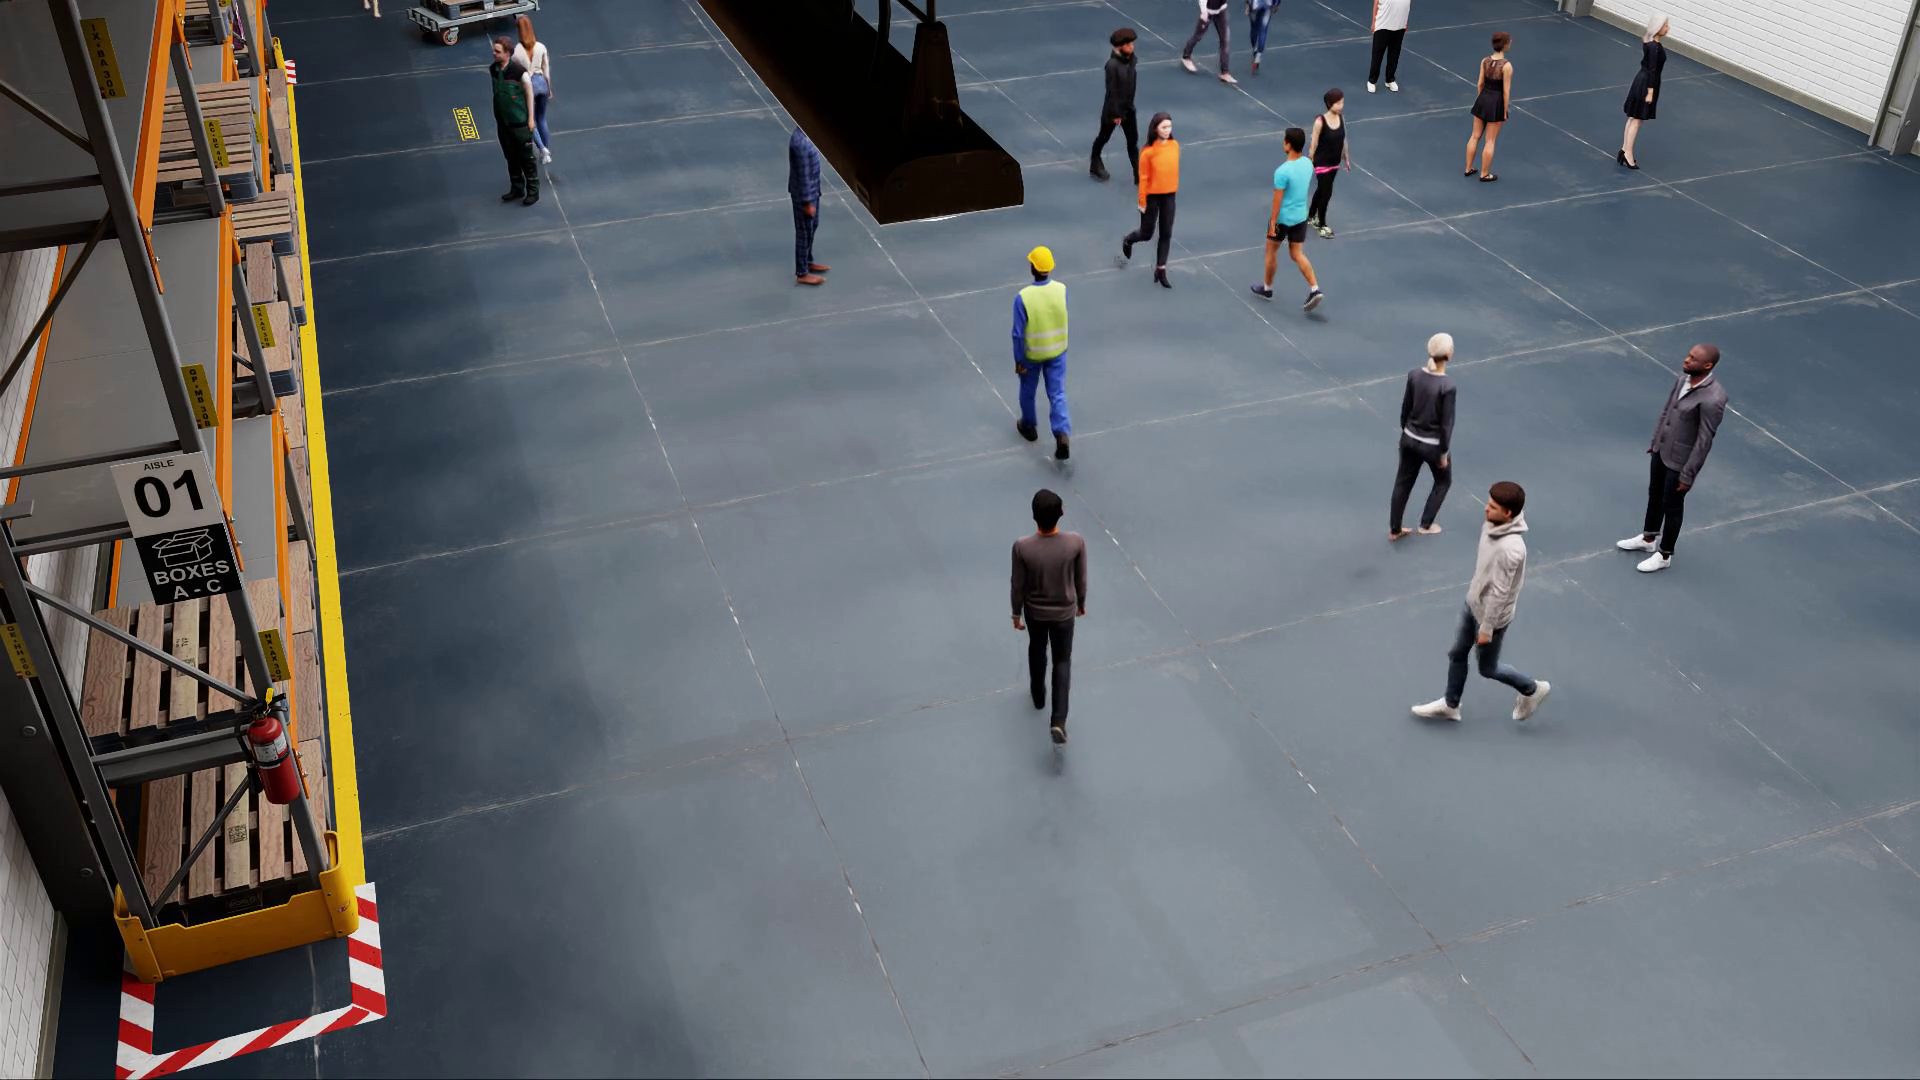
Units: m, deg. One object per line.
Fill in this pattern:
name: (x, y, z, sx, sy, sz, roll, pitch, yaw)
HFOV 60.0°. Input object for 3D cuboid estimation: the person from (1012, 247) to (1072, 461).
person: (0.699, -1.503, 13.513, 0.716, 1.793, 1.087, -9, 35, -13)

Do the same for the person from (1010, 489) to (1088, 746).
person: (0.576, 0.501, 10.539, 0.886, 1.747, 1.123, -3, 34, -5)

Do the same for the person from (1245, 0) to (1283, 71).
person: (3.977, -6.999, 21.980, 0.977, 1.573, 1.177, 6, 34, 9)

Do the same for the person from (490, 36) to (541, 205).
person: (-4.848, -4.576, 18.093, 0.727, 1.841, 0.790, 15, 36, 21)

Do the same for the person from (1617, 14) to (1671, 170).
person: (7.844, -5.146, 19.036, 0.762, 1.746, 0.667, 7, 34, 10)

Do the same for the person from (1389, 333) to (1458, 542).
person: (3.422, -0.717, 12.402, 0.814, 1.713, 0.721, -27, 42, -35)

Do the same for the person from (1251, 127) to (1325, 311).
person: (3.217, -3.016, 15.828, 0.819, 1.750, 1.146, -22, 39, -29)

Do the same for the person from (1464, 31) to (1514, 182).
person: (5.967, -4.886, 18.709, 0.702, 1.675, 0.580, -22, 39, -29)

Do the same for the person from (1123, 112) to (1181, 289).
person: (1.899, -3.368, 16.377, 0.739, 1.728, 1.018, -19, 38, -26)

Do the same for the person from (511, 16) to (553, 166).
person: (-4.841, -5.079, 18.972, 0.721, 1.705, 0.923, -19, 38, -26)

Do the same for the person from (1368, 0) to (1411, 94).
person: (5.523, -6.613, 21.296, 0.699, 1.688, 0.668, -5, 34, -7)

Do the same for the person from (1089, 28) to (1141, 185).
person: (1.706, -4.839, 18.590, 0.917, 1.728, 1.190, -27, 42, -34)

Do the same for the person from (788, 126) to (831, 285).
person: (-1.525, -3.445, 16.413, 0.808, 1.817, 0.682, 3, 34, 4)

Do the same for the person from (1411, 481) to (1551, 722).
person: (3.440, 0.455, 10.530, 0.923, 1.833, 1.091, -2, 34, -2)

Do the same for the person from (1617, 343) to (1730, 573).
person: (5.256, -0.616, 12.156, 0.833, 1.817, 0.619, -4, 34, -6)

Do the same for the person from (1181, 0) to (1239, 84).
person: (3.222, -6.891, 21.631, 0.940, 1.779, 1.327, -23, 40, -30)

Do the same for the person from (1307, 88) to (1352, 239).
person: (3.808, -4.011, 17.519, 0.684, 1.535, 0.831, -23, 40, -30)
